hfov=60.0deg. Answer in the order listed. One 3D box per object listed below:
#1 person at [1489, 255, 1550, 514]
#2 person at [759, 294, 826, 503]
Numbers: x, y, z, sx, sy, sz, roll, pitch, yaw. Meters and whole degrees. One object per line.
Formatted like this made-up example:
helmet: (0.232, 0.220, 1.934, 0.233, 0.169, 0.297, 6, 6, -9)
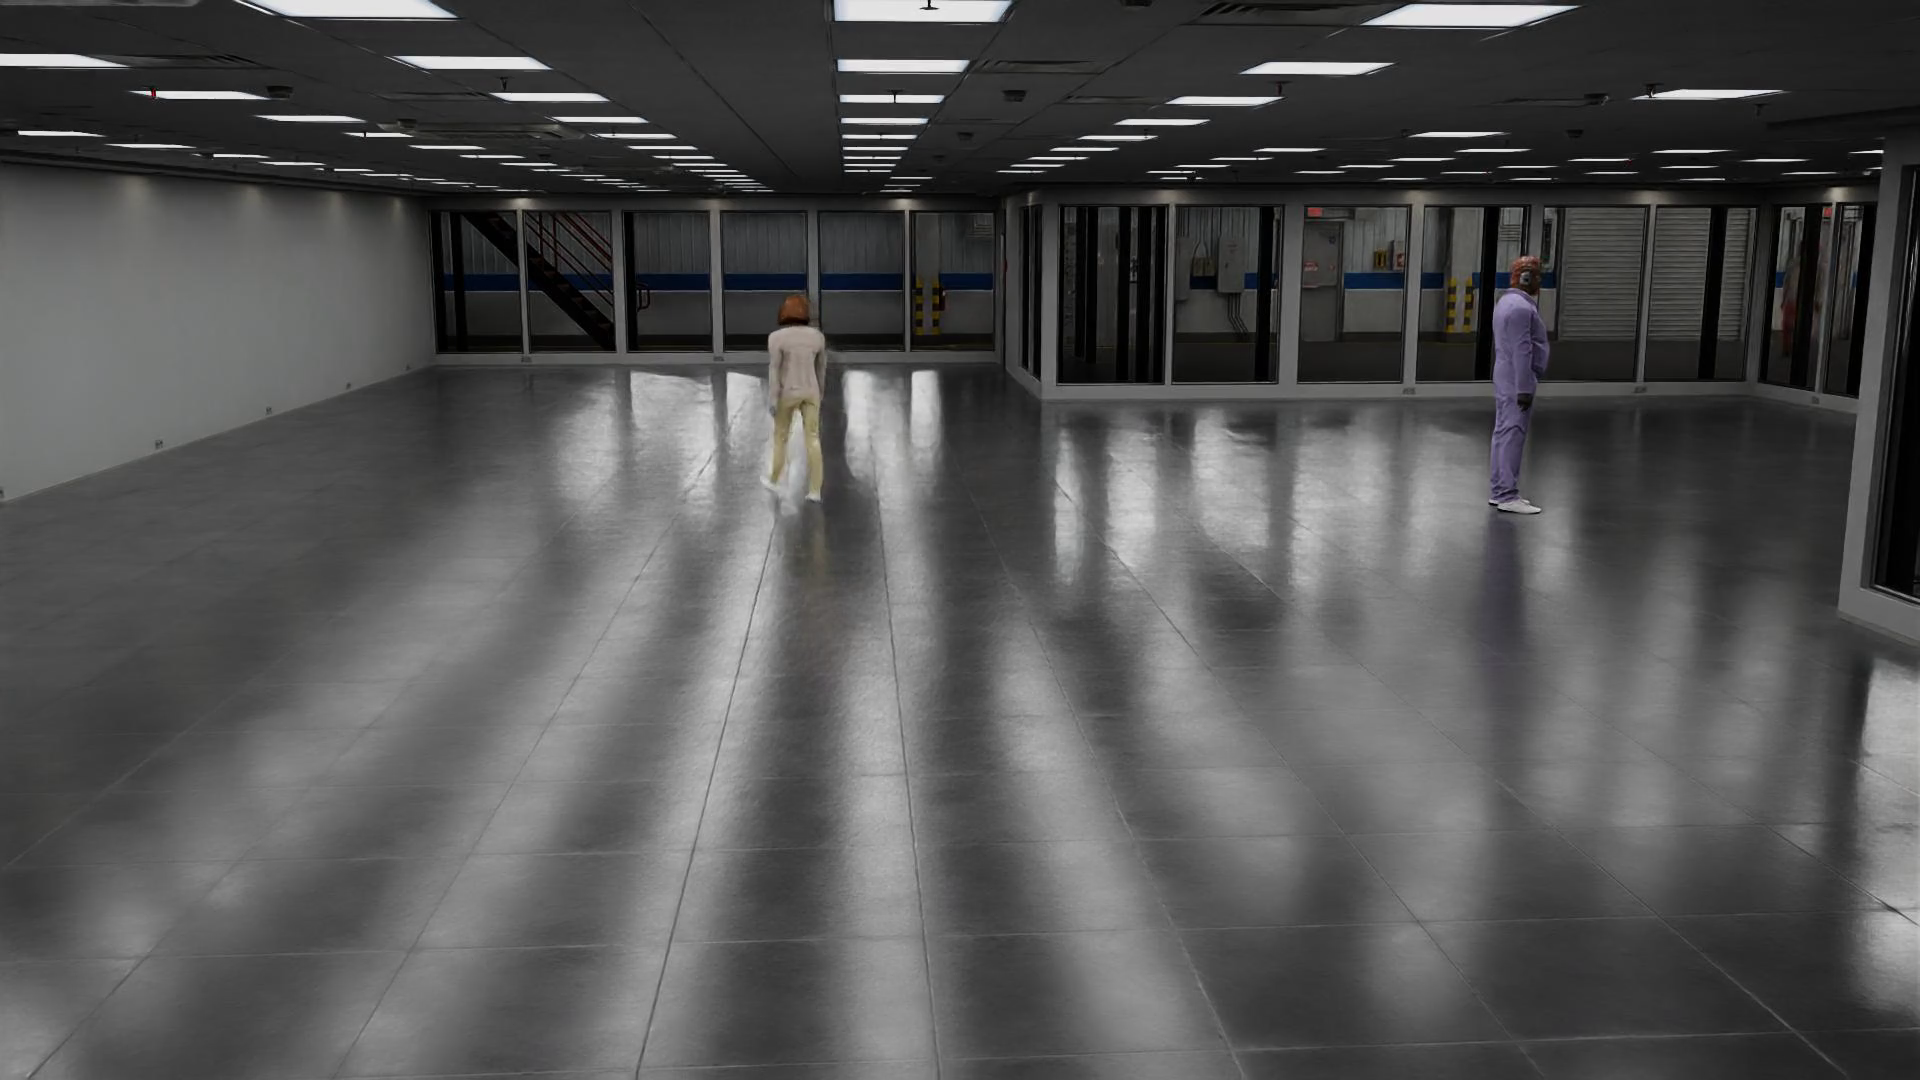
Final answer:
person: (4.190, -1.164, 12.450, 0.409, 1.913, 0.642, 1, 11, 7)
person: (-1.308, -1.111, 13.018, 0.522, 1.596, 0.825, -6, 12, -28)
